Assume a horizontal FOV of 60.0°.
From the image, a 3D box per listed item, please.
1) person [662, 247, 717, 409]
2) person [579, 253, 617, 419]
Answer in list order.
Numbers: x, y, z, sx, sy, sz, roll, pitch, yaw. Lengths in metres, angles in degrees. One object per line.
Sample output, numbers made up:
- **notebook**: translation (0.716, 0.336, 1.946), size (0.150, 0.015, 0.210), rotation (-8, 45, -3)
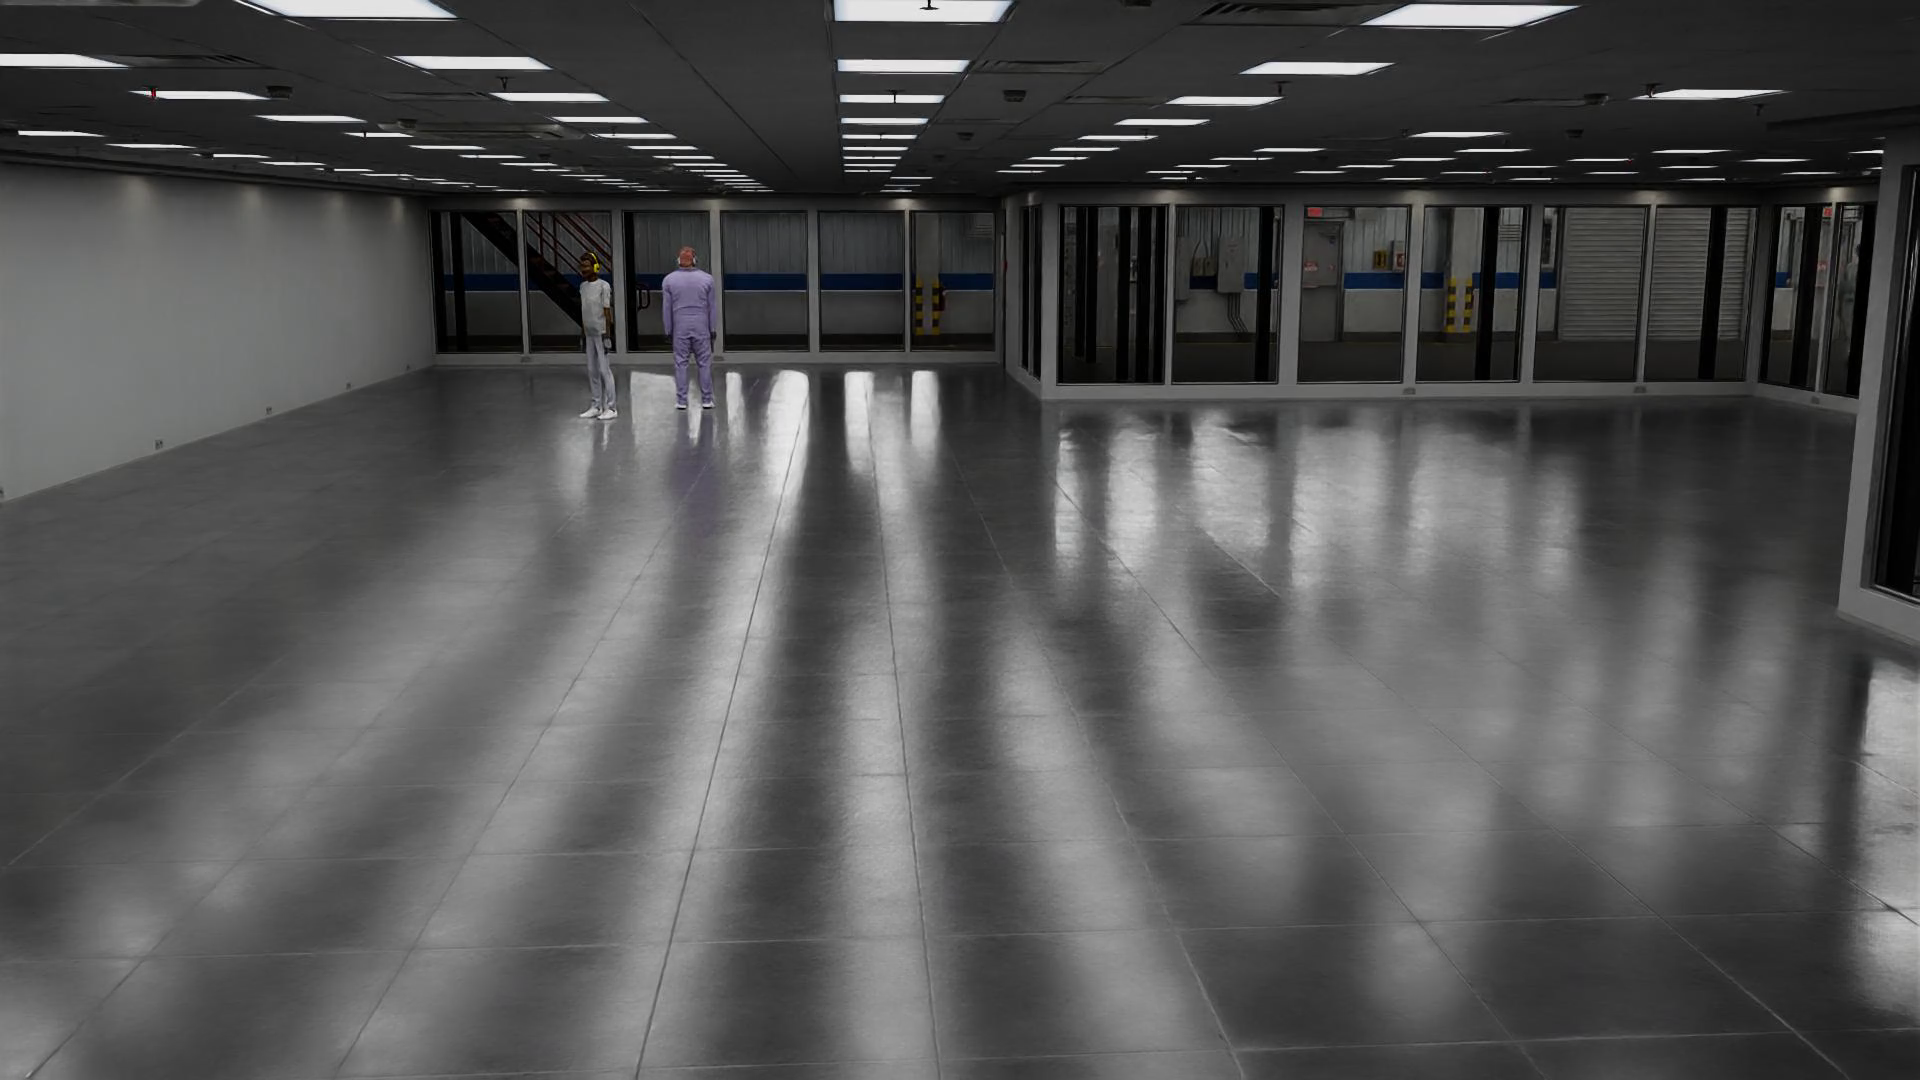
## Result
- **person**: translation (-3.180, -2.486, 19.610), size (0.640, 1.902, 0.407), rotation (-2, 11, -11)
- **person**: translation (-4.078, -2.277, 18.619), size (0.507, 1.861, 0.327), rotation (9, 14, 39)
